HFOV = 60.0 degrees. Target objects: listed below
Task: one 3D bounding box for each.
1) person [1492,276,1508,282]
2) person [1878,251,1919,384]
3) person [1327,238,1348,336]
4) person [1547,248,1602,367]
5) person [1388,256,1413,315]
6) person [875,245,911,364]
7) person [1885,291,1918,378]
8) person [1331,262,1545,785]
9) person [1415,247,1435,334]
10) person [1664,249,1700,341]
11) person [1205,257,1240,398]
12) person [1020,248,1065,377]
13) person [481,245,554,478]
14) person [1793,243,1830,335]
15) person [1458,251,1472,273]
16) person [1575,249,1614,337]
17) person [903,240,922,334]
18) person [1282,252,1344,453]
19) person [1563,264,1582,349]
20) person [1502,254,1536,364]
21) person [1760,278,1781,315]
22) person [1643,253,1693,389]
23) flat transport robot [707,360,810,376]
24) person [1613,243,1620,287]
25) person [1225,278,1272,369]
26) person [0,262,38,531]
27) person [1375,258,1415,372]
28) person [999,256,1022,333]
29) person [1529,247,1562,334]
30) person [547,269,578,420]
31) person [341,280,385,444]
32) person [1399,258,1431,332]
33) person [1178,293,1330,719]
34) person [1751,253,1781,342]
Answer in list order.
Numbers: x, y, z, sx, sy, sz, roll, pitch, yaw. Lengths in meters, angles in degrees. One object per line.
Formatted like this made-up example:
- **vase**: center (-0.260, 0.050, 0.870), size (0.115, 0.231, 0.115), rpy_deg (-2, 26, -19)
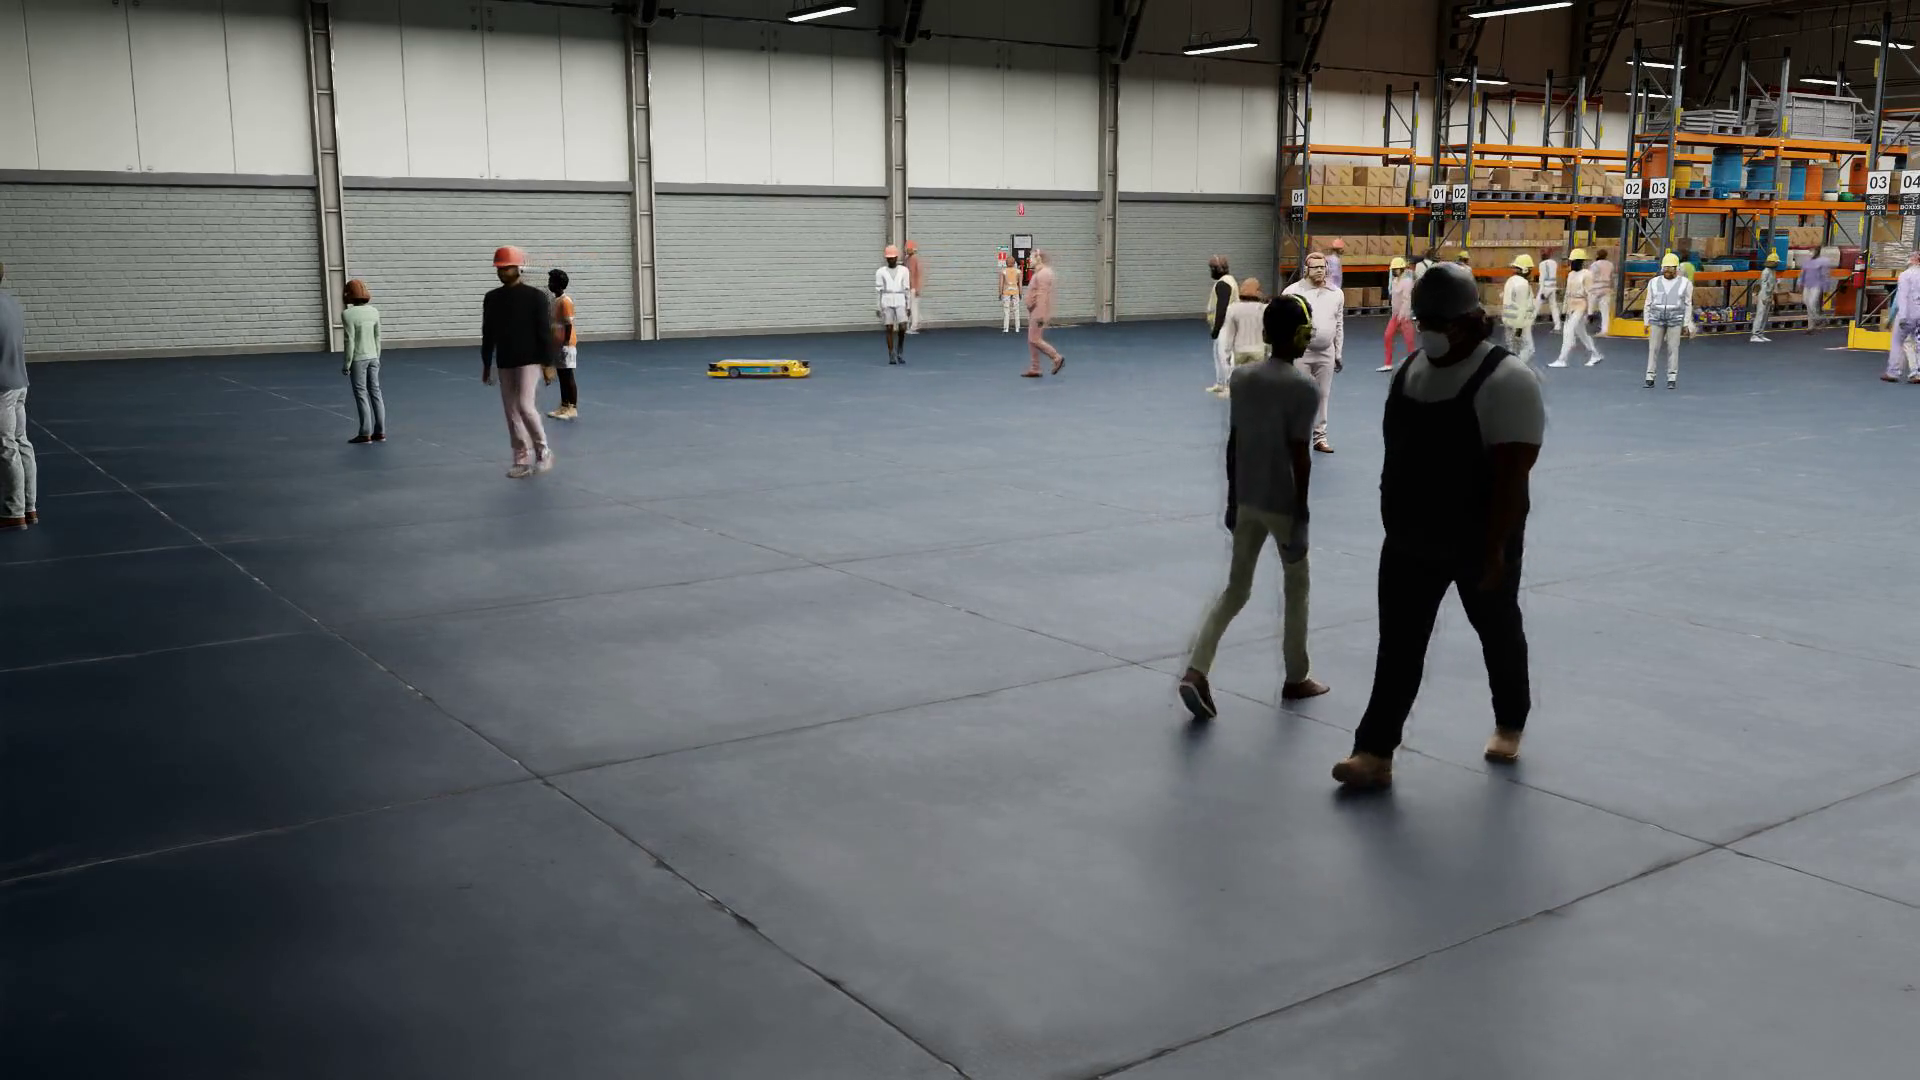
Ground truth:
- **person**: center (14.116, -6.740, 43.570), size (0.883, 1.728, 0.532), rpy_deg (-8, 13, -36)
- **person**: center (13.418, -3.133, 23.479), size (0.663, 1.841, 0.910), rpy_deg (-2, 11, -12)
- **person**: center (7.697, -5.202, 34.306), size (0.531, 2.031, 0.609), rpy_deg (2, 11, 10)
- **person**: center (9.836, -3.677, 26.371), size (0.980, 1.885, 0.603), rpy_deg (-2, 10, -9)
- **person**: center (9.504, -5.300, 35.911), size (0.514, 1.640, 0.315), rpy_deg (2, 11, 11)
- **person**: center (-1.078, -3.776, 26.791), size (0.587, 1.916, 0.629), rpy_deg (-1, 10, -5)
- **person**: center (13.944, -3.175, 24.382), size (0.513, 1.592, 0.872), rpy_deg (-1, 10, -5)
- **person**: center (1.875, -0.099, 6.300), size (1.064, 2.000, 0.689), rpy_deg (-9, 14, -40)
- **person**: center (9.714, -5.185, 34.746), size (0.547, 1.830, 0.411), rpy_deg (-1, 10, -7)
- **person**: center (14.221, -4.802, 32.698), size (0.631, 1.821, 0.770), rpy_deg (-9, 13, -39)
- **person**: center (3.427, -2.753, 21.577), size (0.533, 1.794, 0.786), rpy_deg (3, 11, 14)
- **person**: center (1.191, -3.309, 24.313), size (0.544, 1.886, 0.659), rpy_deg (-1, 10, -5)
- **person**: center (-3.791, -1.506, 14.189), size (0.636, 1.981, 0.447), rpy_deg (4, 11, 20)
- **person**: center (17.810, -5.241, 34.837), size (0.640, 1.919, 0.651), rpy_deg (-4, 11, -21)
- **person**: center (11.123, -5.560, 37.048), size (0.641, 1.749, 0.529), rpy_deg (-6, 12, -30)
- **person**: center (13.256, -5.143, 34.645), size (0.623, 1.786, 0.949), rpy_deg (-3, 11, -16)
- **person**: center (-1.041, -5.371, 35.337), size (0.433, 1.982, 0.627), rpy_deg (-7, 13, -34)
- **person**: center (3.361, -1.773, 15.848), size (0.642, 1.909, 0.410), rpy_deg (-2, 11, -11)
- **person**: center (11.323, -4.341, 30.671), size (0.278, 1.634, 0.498), rpy_deg (0, 10, 1)
- **person**: center (7.546, -2.938, 22.468), size (0.417, 1.818, 0.592), rpy_deg (-1, 10, -6)
- **person**: center (21.062, -6.760, 43.182), size (0.845, 1.910, 0.551), rpy_deg (-9, 14, -42)
- **person**: center (9.606, -2.969, 22.605), size (0.594, 1.832, 0.403), rpy_deg (6, 12, 31)
- **flat transport robot**: center (-2.964, -2.543, 24.548), size (1.431, 0.197, 0.652), rpy_deg (0, 10, 2)
- **person**: center (19.142, -7.687, 48.335), size (0.354, 1.881, 0.576), rpy_deg (0, 10, 0)
- **person**: center (3.117, -2.004, 17.896), size (0.506, 1.621, 0.384), rpy_deg (4, 11, 21)
- **person**: center (-6.756, -1.029, 11.681), size (0.372, 1.940, 0.631), rpy_deg (-2, 11, -10)
- **person**: center (6.597, -3.378, 25.107), size (0.702, 1.740, 0.551), rpy_deg (-3, 11, -18)
- **person**: center (1.087, -5.267, 35.741), size (0.516, 1.636, 0.314), rpy_deg (-2, 10, -10)
- **person**: center (12.476, -5.326, 35.526), size (0.597, 1.827, 0.996), rpy_deg (-7, 12, -33)
- **person**: center (-4.499, -2.202, 18.770), size (0.319, 1.697, 0.533), rpy_deg (-6, 12, -29)
- **person**: center (-5.980, -1.779, 16.626), size (0.265, 1.631, 0.507), rpy_deg (4, 11, 20)
- **person**: center (9.856, -5.240, 35.587), size (0.913, 1.644, 0.527), rpy_deg (-2, 11, -11)
- **person**: center (1.278, -0.142, 7.169), size (0.920, 1.831, 0.558), rpy_deg (-9, 14, -41)
- **person**: center (15.890, -4.763, 32.739), size (0.382, 1.732, 0.497), rpy_deg (10, 14, 43)
